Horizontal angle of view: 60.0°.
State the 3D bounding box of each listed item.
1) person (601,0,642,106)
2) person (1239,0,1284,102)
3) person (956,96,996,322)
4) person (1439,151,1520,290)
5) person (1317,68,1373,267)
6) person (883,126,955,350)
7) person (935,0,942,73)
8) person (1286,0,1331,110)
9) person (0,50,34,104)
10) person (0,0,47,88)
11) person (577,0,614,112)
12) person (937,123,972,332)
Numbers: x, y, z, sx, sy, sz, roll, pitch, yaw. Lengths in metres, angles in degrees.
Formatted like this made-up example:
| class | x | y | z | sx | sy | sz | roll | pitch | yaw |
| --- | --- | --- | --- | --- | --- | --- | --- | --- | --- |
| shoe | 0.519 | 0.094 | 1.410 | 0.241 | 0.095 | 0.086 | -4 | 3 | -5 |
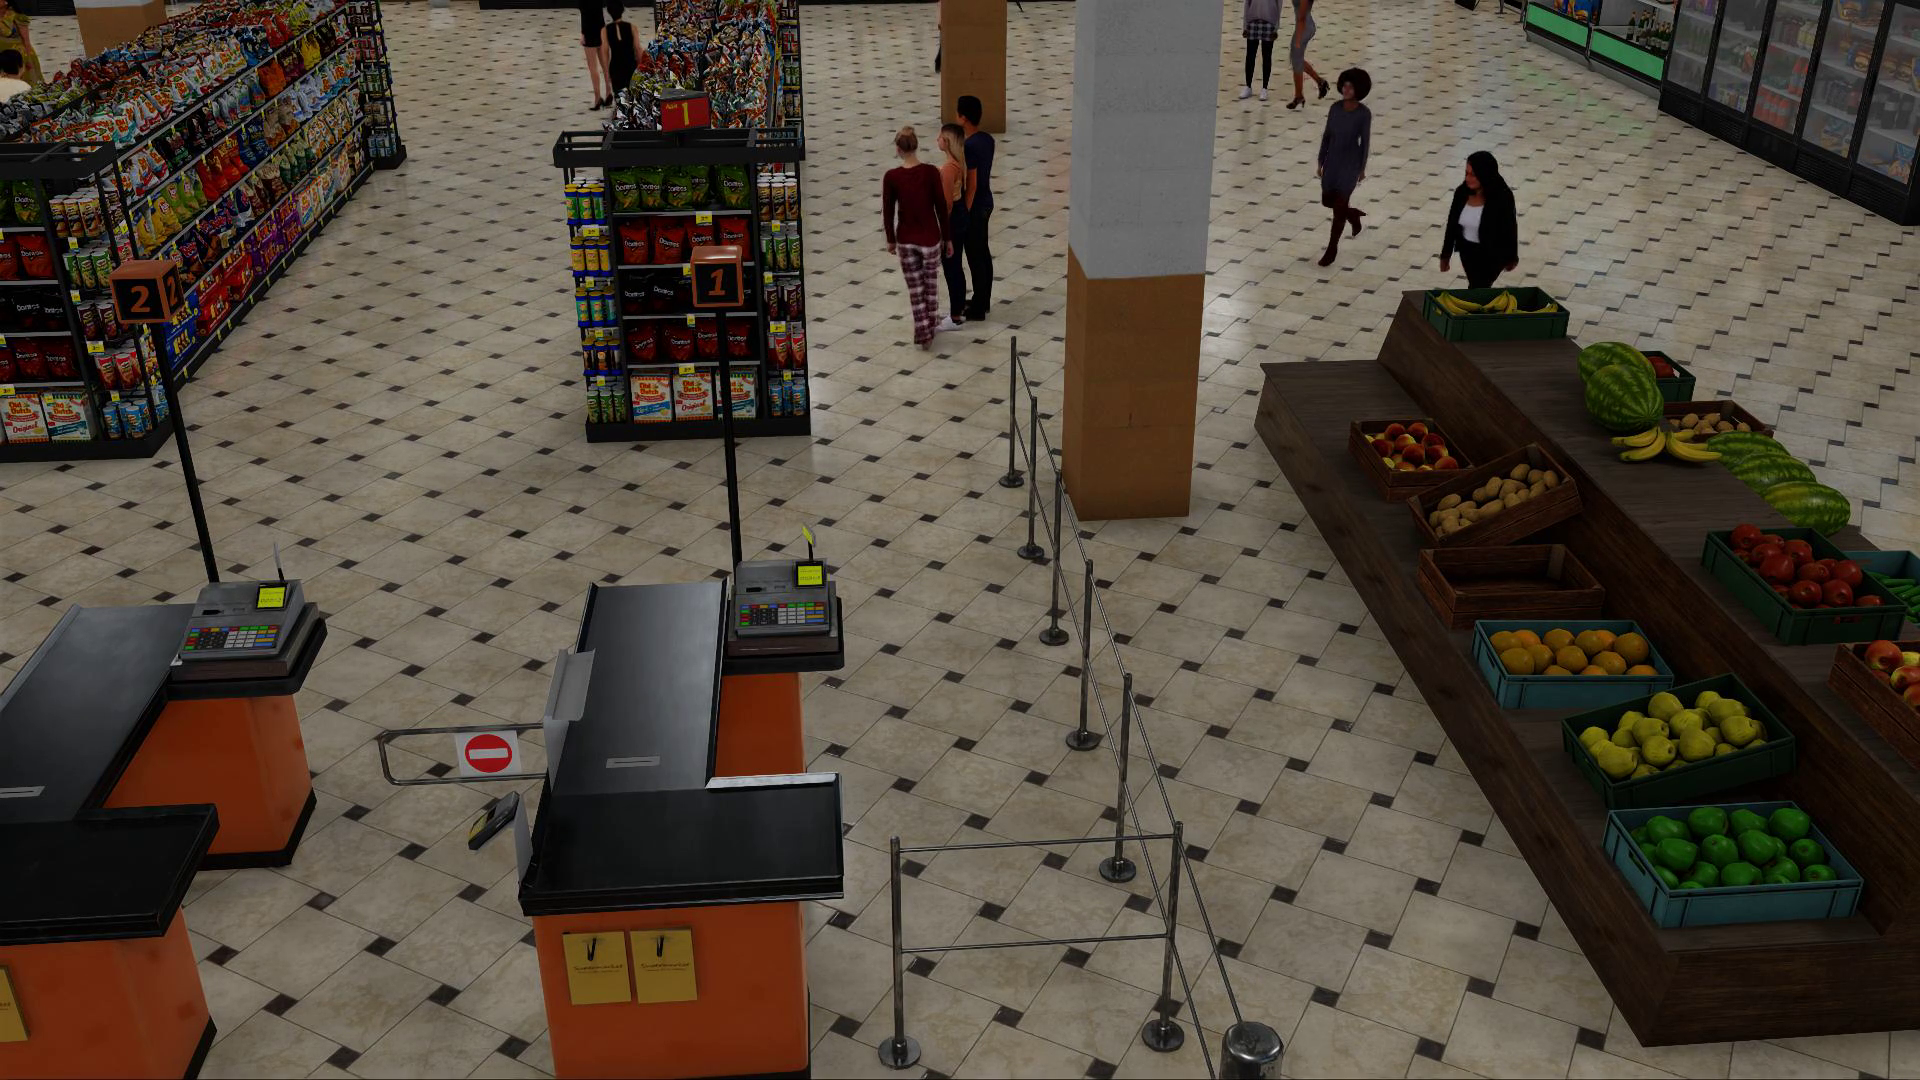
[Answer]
| class | x | y | z | sx | sy | sz | roll | pitch | yaw |
| --- | --- | --- | --- | --- | --- | --- | --- | --- | --- |
| person | -3.739 | -5.194 | 18.531 | 0.563 | 1.579 | 0.910 | -3 | 27 | -5 |
| person | 3.759 | -6.401 | 20.697 | 0.698 | 1.772 | 0.693 | 11 | 29 | 20 |
| person | 0.129 | -2.644 | 13.276 | 0.778 | 1.785 | 0.611 | 8 | 28 | 16 |
| person | 3.997 | -2.146 | 12.543 | 1.049 | 1.558 | 1.043 | 21 | 34 | 36 |
| person | 3.405 | -3.289 | 14.647 | 0.980 | 1.695 | 1.007 | 23 | 35 | 38 |
| person | -0.321 | -2.256 | 12.620 | 0.674 | 1.685 | 0.707 | 0 | 27 | 0 |
| person | -0.207 | -6.912 | 22.253 | 0.807 | 1.277 | 0.878 | -16 | 31 | -28 |
| person | 4.216 | -6.031 | 19.984 | 0.874 | 1.757 | 0.841 | 13 | 30 | 23 |
| person | -8.973 | -3.846 | 15.875 | 0.678 | 1.578 | 0.677 | 7 | 28 | 13 |
| person | -10.837 | -5.523 | 19.090 | 0.929 | 1.660 | 0.876 | 4 | 27 | 8 |
| person | -4.449 | -6.125 | 20.159 | 0.723 | 1.767 | 0.619 | 12 | 29 | 22 |
| person | -0.058 | -2.461 | 13.086 | 0.685 | 1.629 | 0.549 | 6 | 27 | 11 |
